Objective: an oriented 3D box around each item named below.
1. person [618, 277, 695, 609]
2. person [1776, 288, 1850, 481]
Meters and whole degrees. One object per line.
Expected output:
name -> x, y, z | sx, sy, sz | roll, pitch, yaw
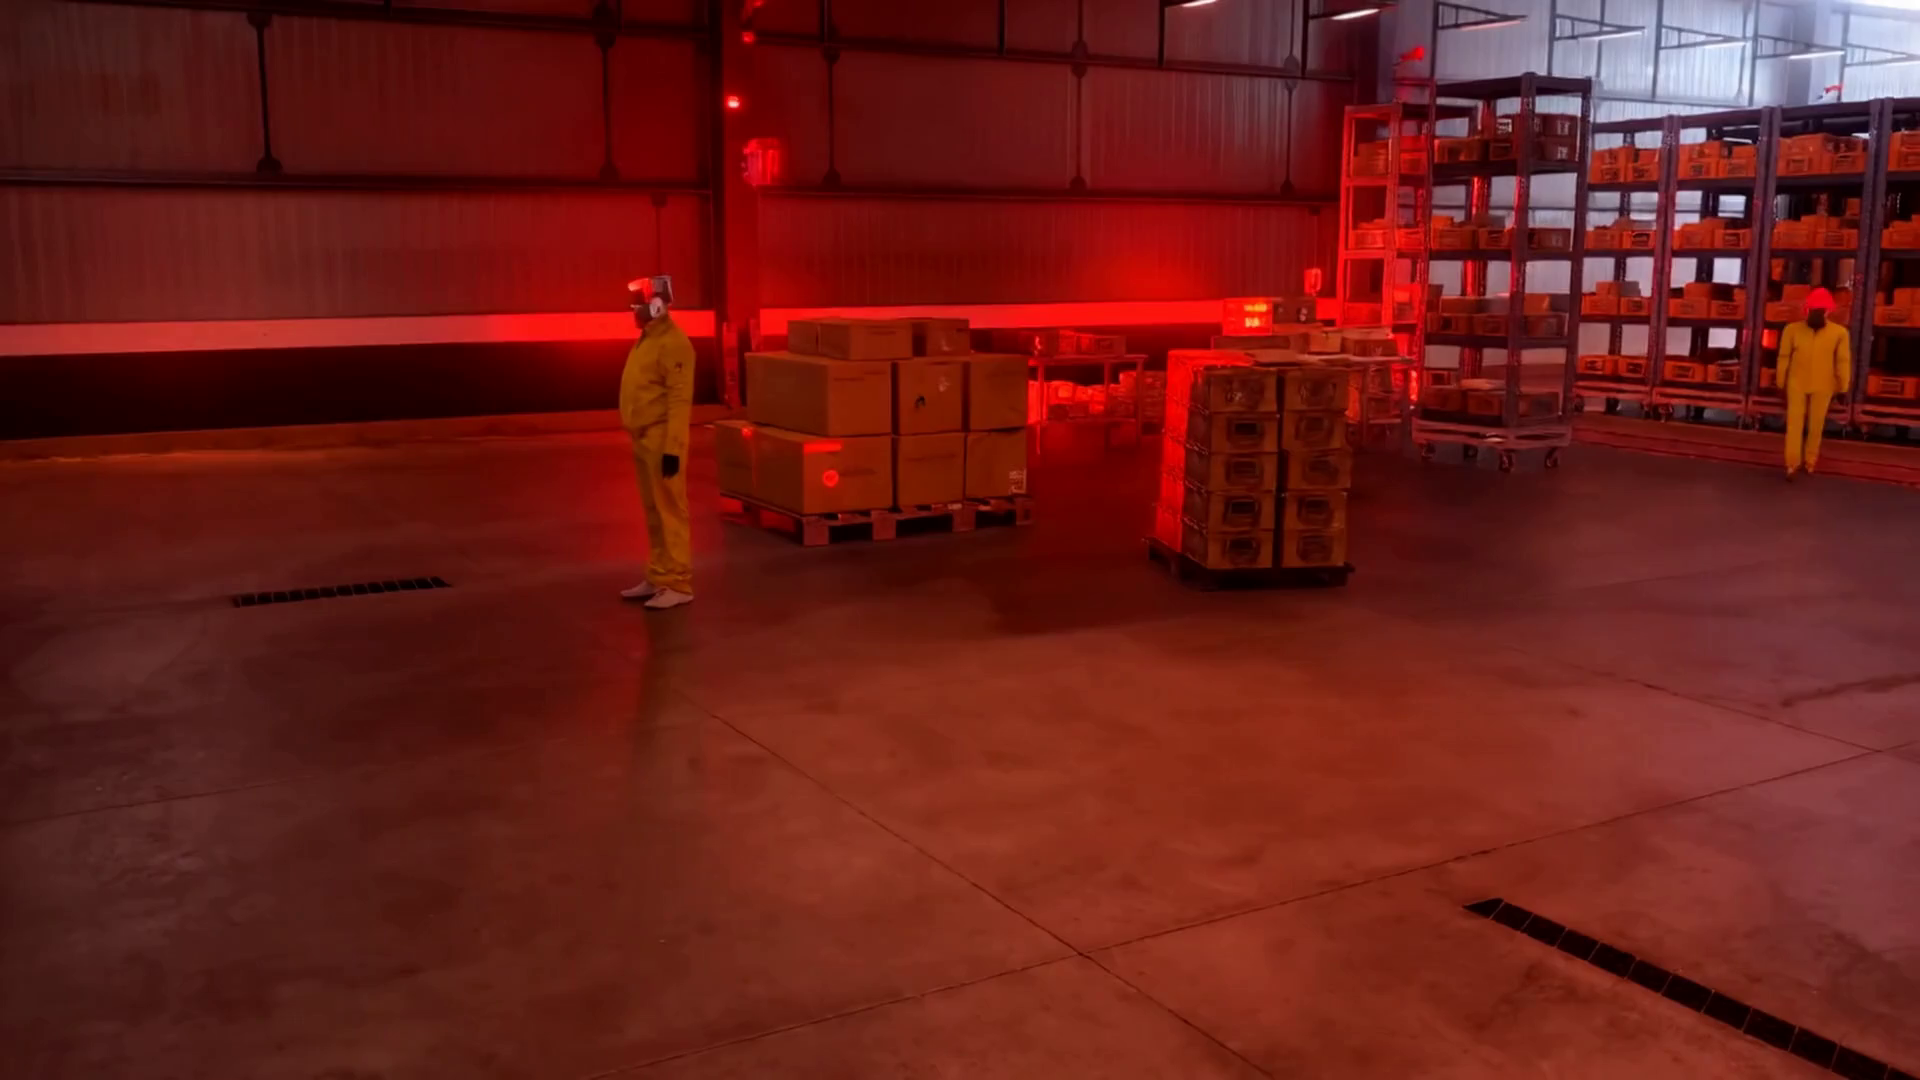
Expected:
person -> -1.763, -0.560, 9.614 | 0.409, 1.904, 0.640 | -6, 12, -29
person -> 7.586, -1.377, 14.801 | 0.584, 1.696, 0.907 | 5, 11, 25
